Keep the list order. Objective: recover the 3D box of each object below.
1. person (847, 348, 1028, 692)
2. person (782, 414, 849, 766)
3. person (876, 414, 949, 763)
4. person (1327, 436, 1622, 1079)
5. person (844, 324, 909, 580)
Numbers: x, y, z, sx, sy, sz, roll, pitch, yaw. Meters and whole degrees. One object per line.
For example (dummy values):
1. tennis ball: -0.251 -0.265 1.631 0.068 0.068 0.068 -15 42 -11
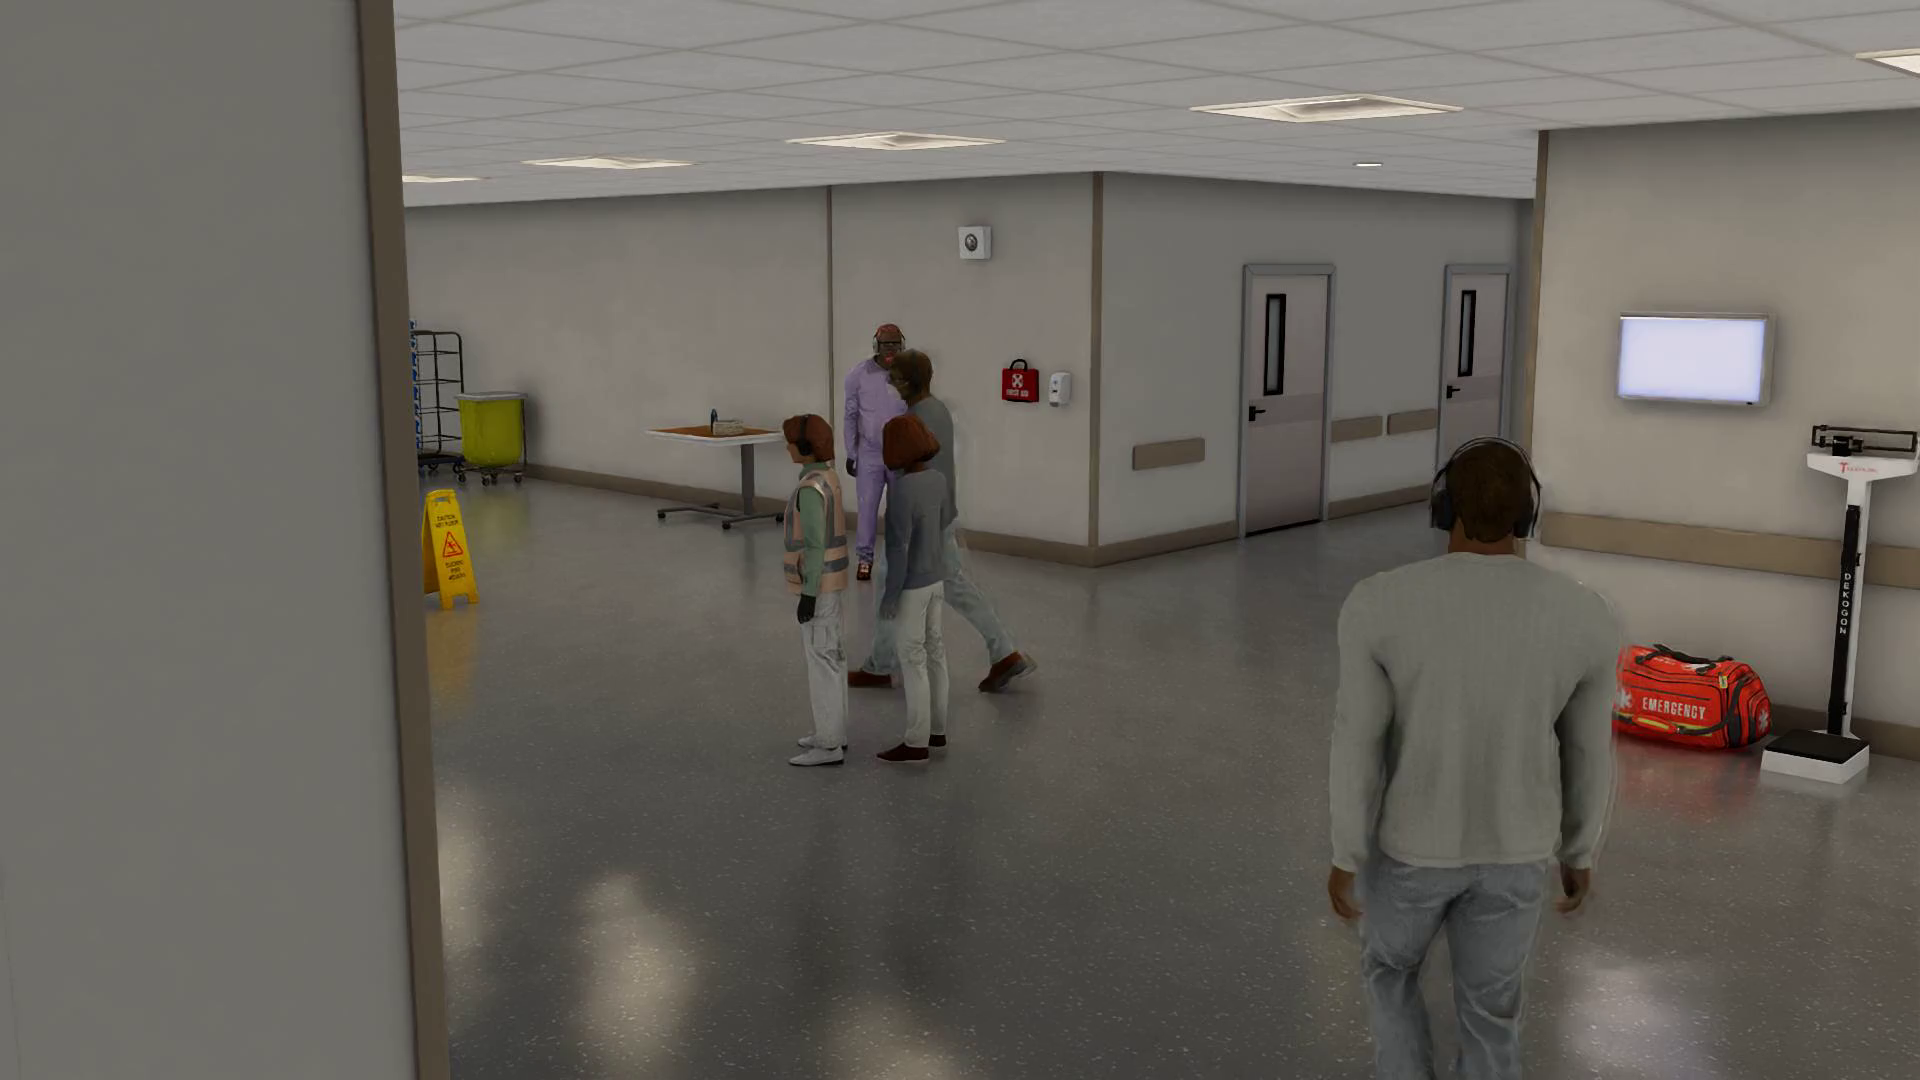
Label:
1. person: -0.137 -0.091 8.946 1.025 1.894 0.636 3 10 15
2. person: -0.667 0.230 7.734 0.311 1.636 0.523 1 9 3
3. person: -0.222 0.226 7.772 0.281 1.633 0.499 4 10 24
4. person: 1.181 0.713 3.903 0.649 1.919 0.459 1 9 6
5. person: -0.534 -0.642 12.300 0.646 1.901 0.400 -1 9 -5
